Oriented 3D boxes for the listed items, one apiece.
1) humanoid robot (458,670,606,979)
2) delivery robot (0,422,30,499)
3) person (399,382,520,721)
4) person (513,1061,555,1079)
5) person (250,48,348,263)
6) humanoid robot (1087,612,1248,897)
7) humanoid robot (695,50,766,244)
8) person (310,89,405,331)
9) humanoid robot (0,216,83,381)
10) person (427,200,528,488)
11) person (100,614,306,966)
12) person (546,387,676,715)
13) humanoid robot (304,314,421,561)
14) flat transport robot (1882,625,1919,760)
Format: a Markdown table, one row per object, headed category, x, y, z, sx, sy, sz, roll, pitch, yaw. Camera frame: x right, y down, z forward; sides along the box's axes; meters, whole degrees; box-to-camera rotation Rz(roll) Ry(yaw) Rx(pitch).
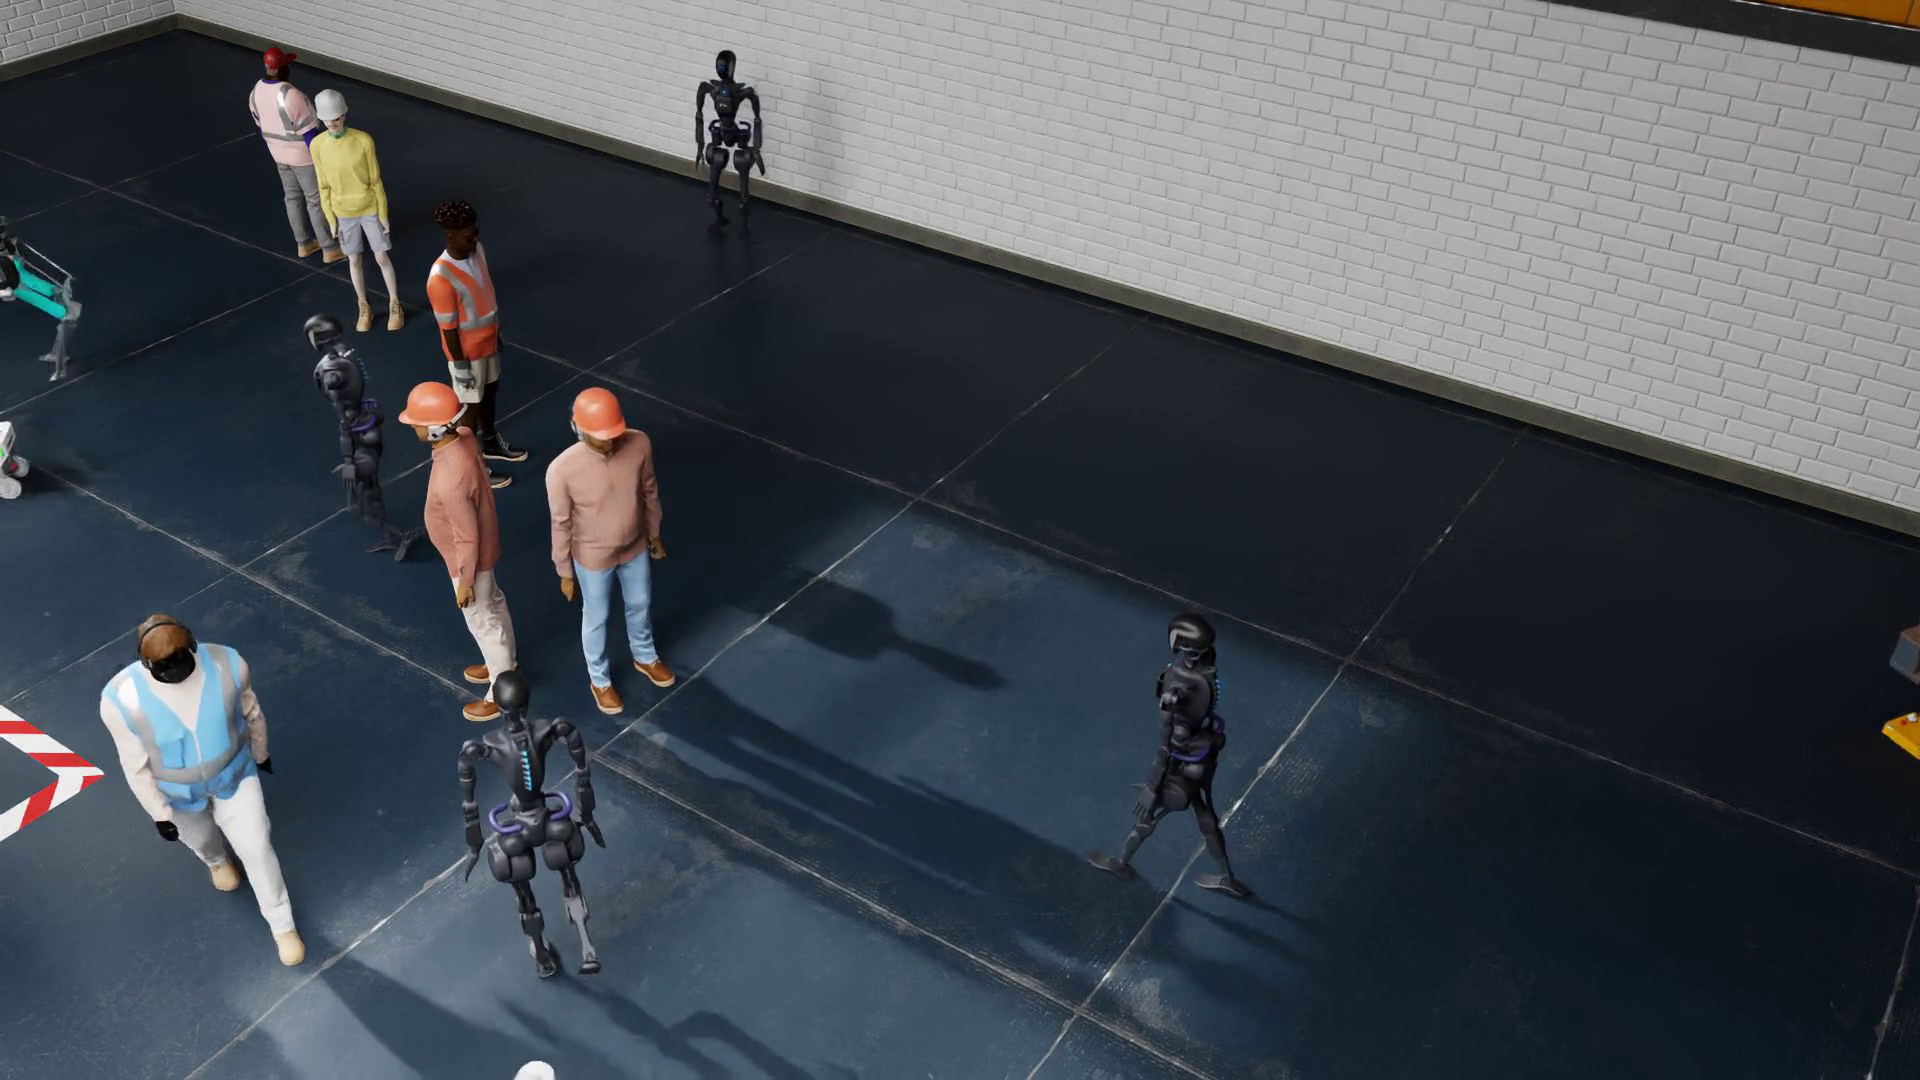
| category | x | y | z | sx | sy | sz | roll | pitch | yaw |
| --- | --- | --- | --- | --- | --- | --- | --- | --- | --- |
| humanoid robot | -1.825 | 1.318 | 7.153 | 0.612 | 1.644 | 0.510 | -17 | 38 | -22 |
| delivery robot | -6.512 | -0.513 | 10.757 | 0.805 | 0.606 | 0.499 | -8 | 36 | -12 |
| person | -2.574 | 0.059 | 8.675 | 0.381 | 1.993 | 0.621 | -6 | 35 | -9 |
| person | -1.343 | 2.418 | 5.544 | 0.778 | 1.714 | 0.898 | -5 | 35 | -7 |
| person | -5.315 | -3.093 | 13.389 | 0.599 | 1.754 | 0.420 | 17 | 38 | 22 |
| humanoid robot | 1.013 | 0.993 | 7.652 | 0.769 | 1.626 | 0.595 | 18 | 39 | 24 |
| humanoid robot | -1.886 | -3.239 | 13.671 | 0.601 | 1.646 | 0.408 | 5 | 35 | 7 |
| person | -4.482 | -2.442 | 12.354 | 0.469 | 1.884 | 0.403 | -7 | 36 | -10 |
| humanoid robot | -6.570 | -1.938 | 11.736 | 0.749 | 1.762 | 0.534 | -12 | 37 | -16 |
| person | -3.092 | -1.252 | 10.590 | 0.378 | 1.957 | 0.597 | 5 | 35 | 7 |
| person | -3.387 | 1.034 | 7.451 | 0.606 | 1.799 | 0.894 | -19 | 39 | -25 |
| person | -1.816 | 0.059 | 8.697 | 0.638 | 1.979 | 0.435 | -27 | 43 | -33 |
| humanoid robot | -3.561 | -0.610 | 9.904 | 0.368 | 1.644 | 0.609 | -7 | 36 | -9 |
| flat transport robot | 5.724 | 0.968 | 8.879 | 1.431 | 0.231 | 0.659 | -15 | 38 | -20 |
